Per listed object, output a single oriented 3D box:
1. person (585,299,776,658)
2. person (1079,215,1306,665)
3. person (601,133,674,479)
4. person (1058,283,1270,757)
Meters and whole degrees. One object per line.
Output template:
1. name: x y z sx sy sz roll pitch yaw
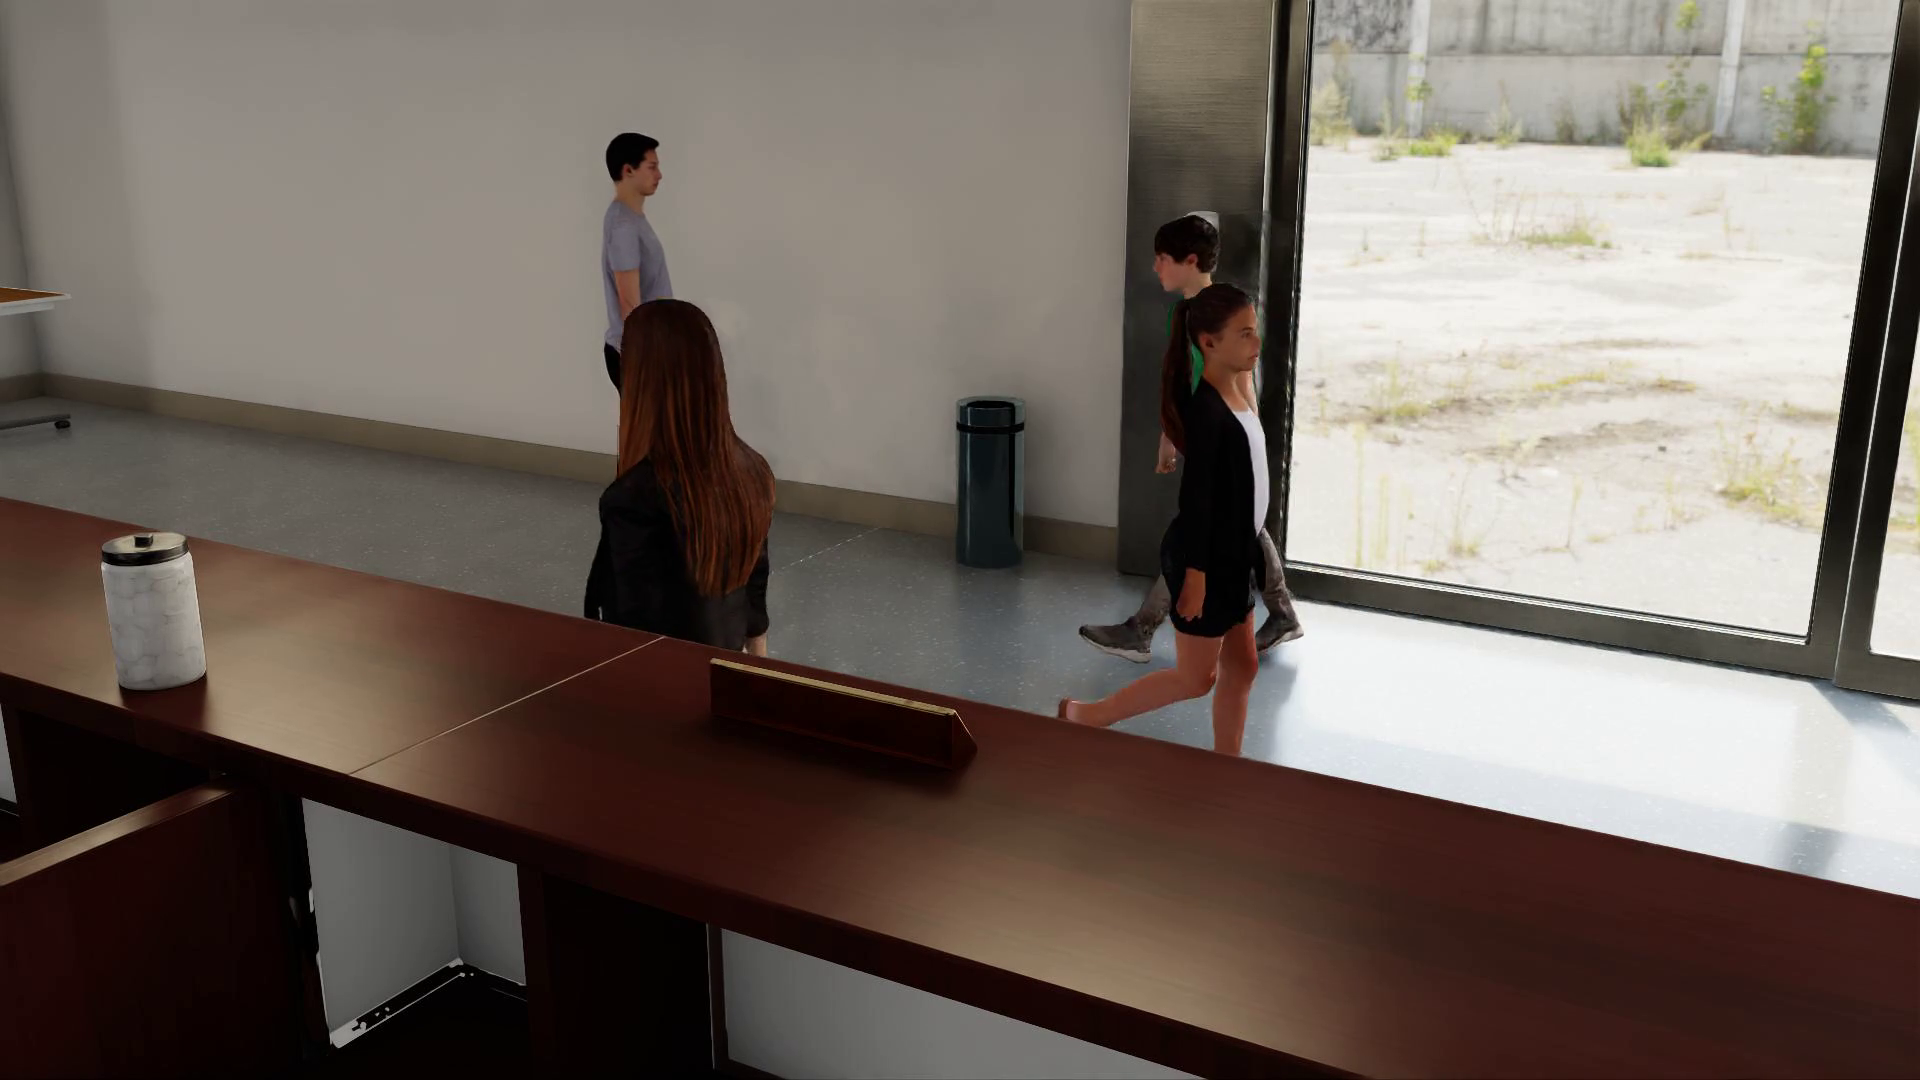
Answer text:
1. person: -0.455 0.400 3.253 0.755 1.669 1.098 11 19 34
2. person: 1.003 -0.317 5.931 1.164 1.595 1.067 -6 17 -20
3. person: -1.379 -0.774 7.062 0.799 1.862 0.719 -3 16 -10
4. person: 0.636 0.049 4.734 0.725 1.540 0.897 5 16 16
